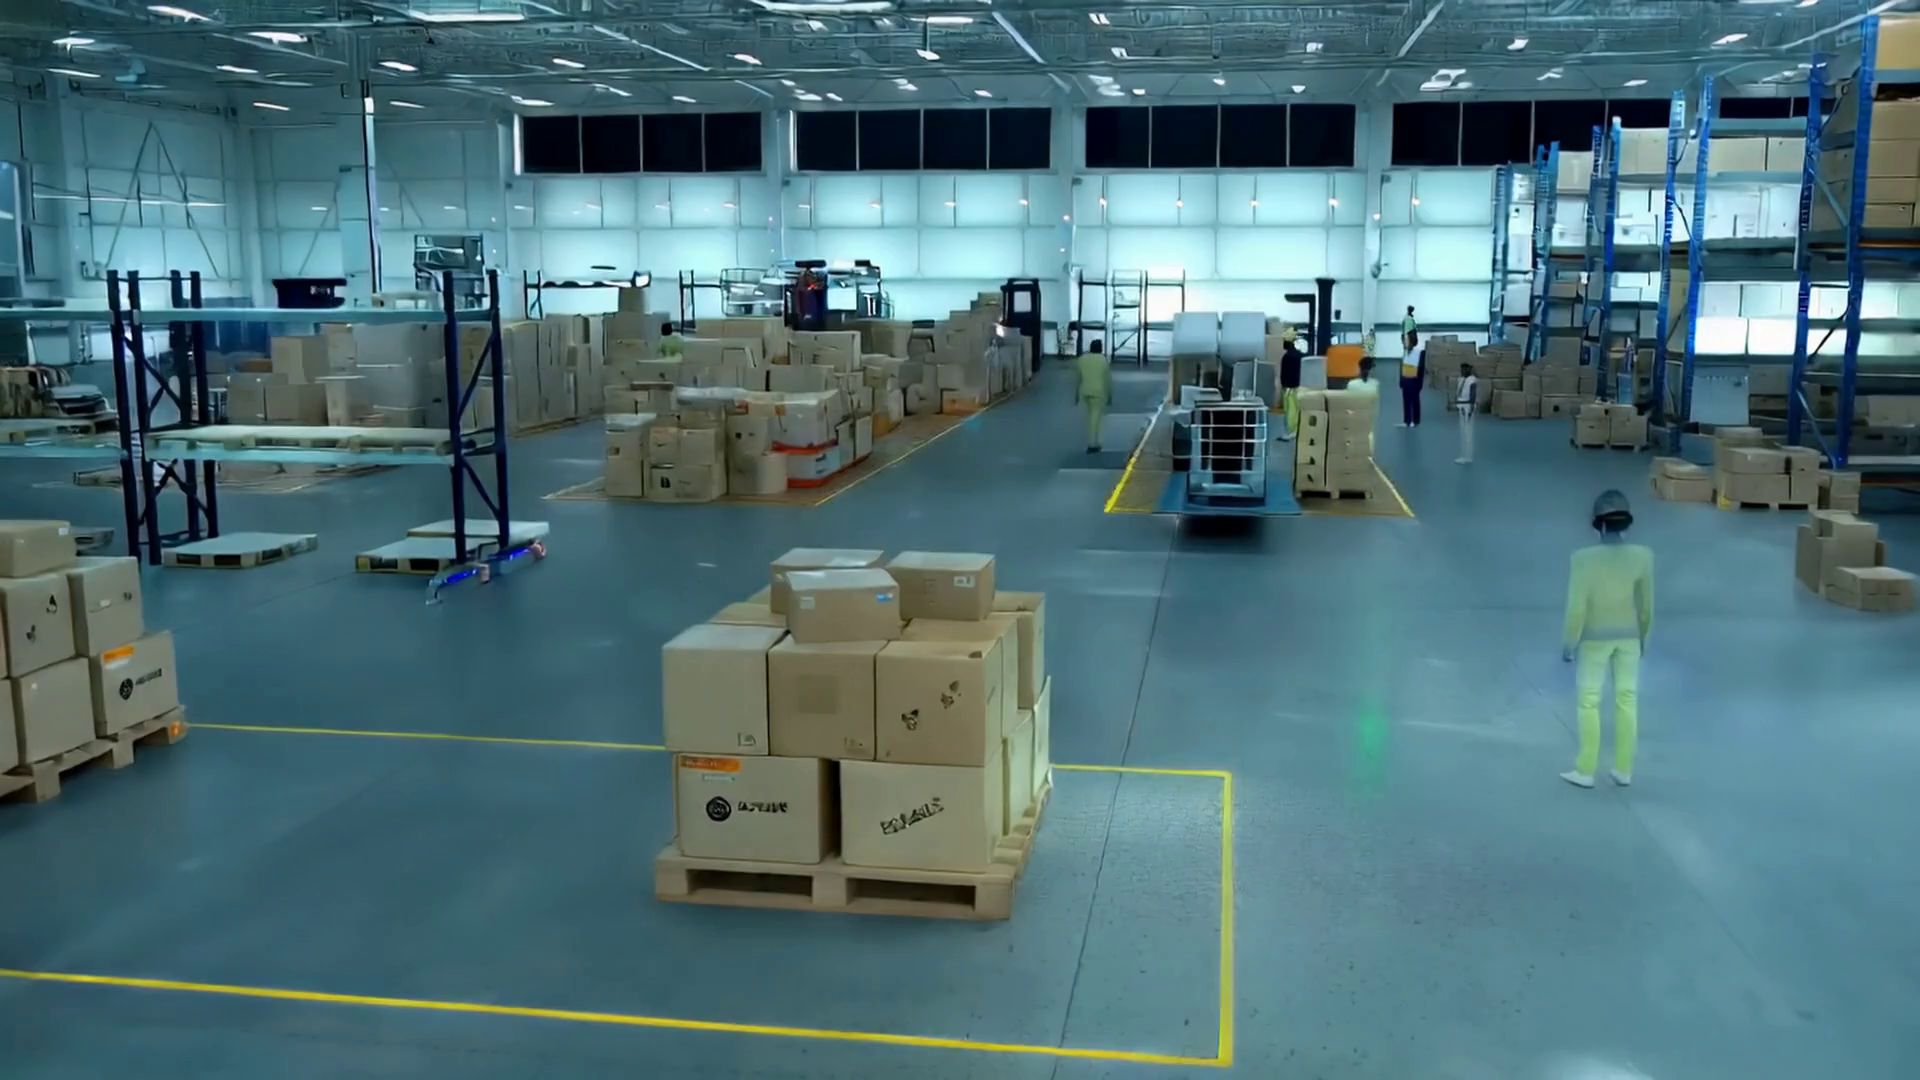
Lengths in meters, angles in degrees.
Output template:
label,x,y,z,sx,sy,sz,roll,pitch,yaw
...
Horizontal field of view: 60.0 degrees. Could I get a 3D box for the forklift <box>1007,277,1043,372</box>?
label,x,y,z,sx,sy,sz,roll,pitch,yaw
forklift,1.880,-6.477,49.863,1.129,2.768,1.873,1,9,9

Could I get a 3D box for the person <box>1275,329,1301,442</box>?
label,x,y,z,sx,sy,sz,roll,pitch,yaw
person,5.834,-2.730,29.478,0.376,1.995,0.612,5,10,26

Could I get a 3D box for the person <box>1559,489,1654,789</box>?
label,x,y,z,sx,sy,sz,roll,pitch,yaw
person,3.782,0.583,9.749,0.524,1.769,0.308,-1,9,-9

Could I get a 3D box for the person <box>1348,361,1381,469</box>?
label,x,y,z,sx,sy,sz,roll,pitch,yaw
person,6.207,-1.928,25.607,0.543,1.646,0.887,0,9,0

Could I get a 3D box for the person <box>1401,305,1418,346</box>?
label,x,y,z,sx,sy,sz,roll,pitch,yaw
person,14.316,-6.507,52.946,0.553,1.935,0.361,5,10,27

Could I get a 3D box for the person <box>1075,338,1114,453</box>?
label,x,y,z,sx,sy,sz,roll,pitch,yaw
person,2.296,-2.423,27.850,0.657,1.906,0.798,5,11,30

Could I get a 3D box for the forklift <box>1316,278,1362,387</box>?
label,x,y,z,sx,sy,sz,roll,pitch,yaw
forklift,9.362,-5.315,42.694,1.873,2.768,1.129,1,9,9

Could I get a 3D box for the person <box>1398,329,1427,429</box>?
label,x,y,z,sx,sy,sz,roll,pitch,yaw
person,8.711,-3.092,31.976,0.397,1.911,0.587,-5,11,-30

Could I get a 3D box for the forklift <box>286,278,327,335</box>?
label,x,y,z,sx,sy,sz,roll,pitch,yaw
forklift,-16.614,-5.274,42.444,1.873,2.768,1.129,7,12,37

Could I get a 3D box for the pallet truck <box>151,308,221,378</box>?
label,x,y,z,sx,sy,sz,roll,pitch,yaw
pallet truck,-21.869,-5.598,47.154,0.823,1.965,1.885,4,10,26

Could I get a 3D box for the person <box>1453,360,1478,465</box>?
label,x,y,z,sx,sy,sz,roll,pitch,yaw
person,7.940,-1.995,26.065,0.324,1.631,0.522,0,9,0

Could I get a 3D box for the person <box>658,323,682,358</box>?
label,x,y,z,sx,sy,sz,roll,pitch,yaw
person,-6.125,-3.597,35.002,0.372,1.939,0.631,6,11,33

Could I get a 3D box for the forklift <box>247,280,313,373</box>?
label,x,y,z,sx,sy,sz,roll,pitch,yaw
forklift,-14.370,-4.231,36.009,1.873,2.768,1.129,1,9,8

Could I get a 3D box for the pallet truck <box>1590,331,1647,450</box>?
label,x,y,z,sx,sy,sz,roll,pitch,yaw
pallet truck,11.253,-2.573,28.499,0.823,1.965,1.885,5,10,27
